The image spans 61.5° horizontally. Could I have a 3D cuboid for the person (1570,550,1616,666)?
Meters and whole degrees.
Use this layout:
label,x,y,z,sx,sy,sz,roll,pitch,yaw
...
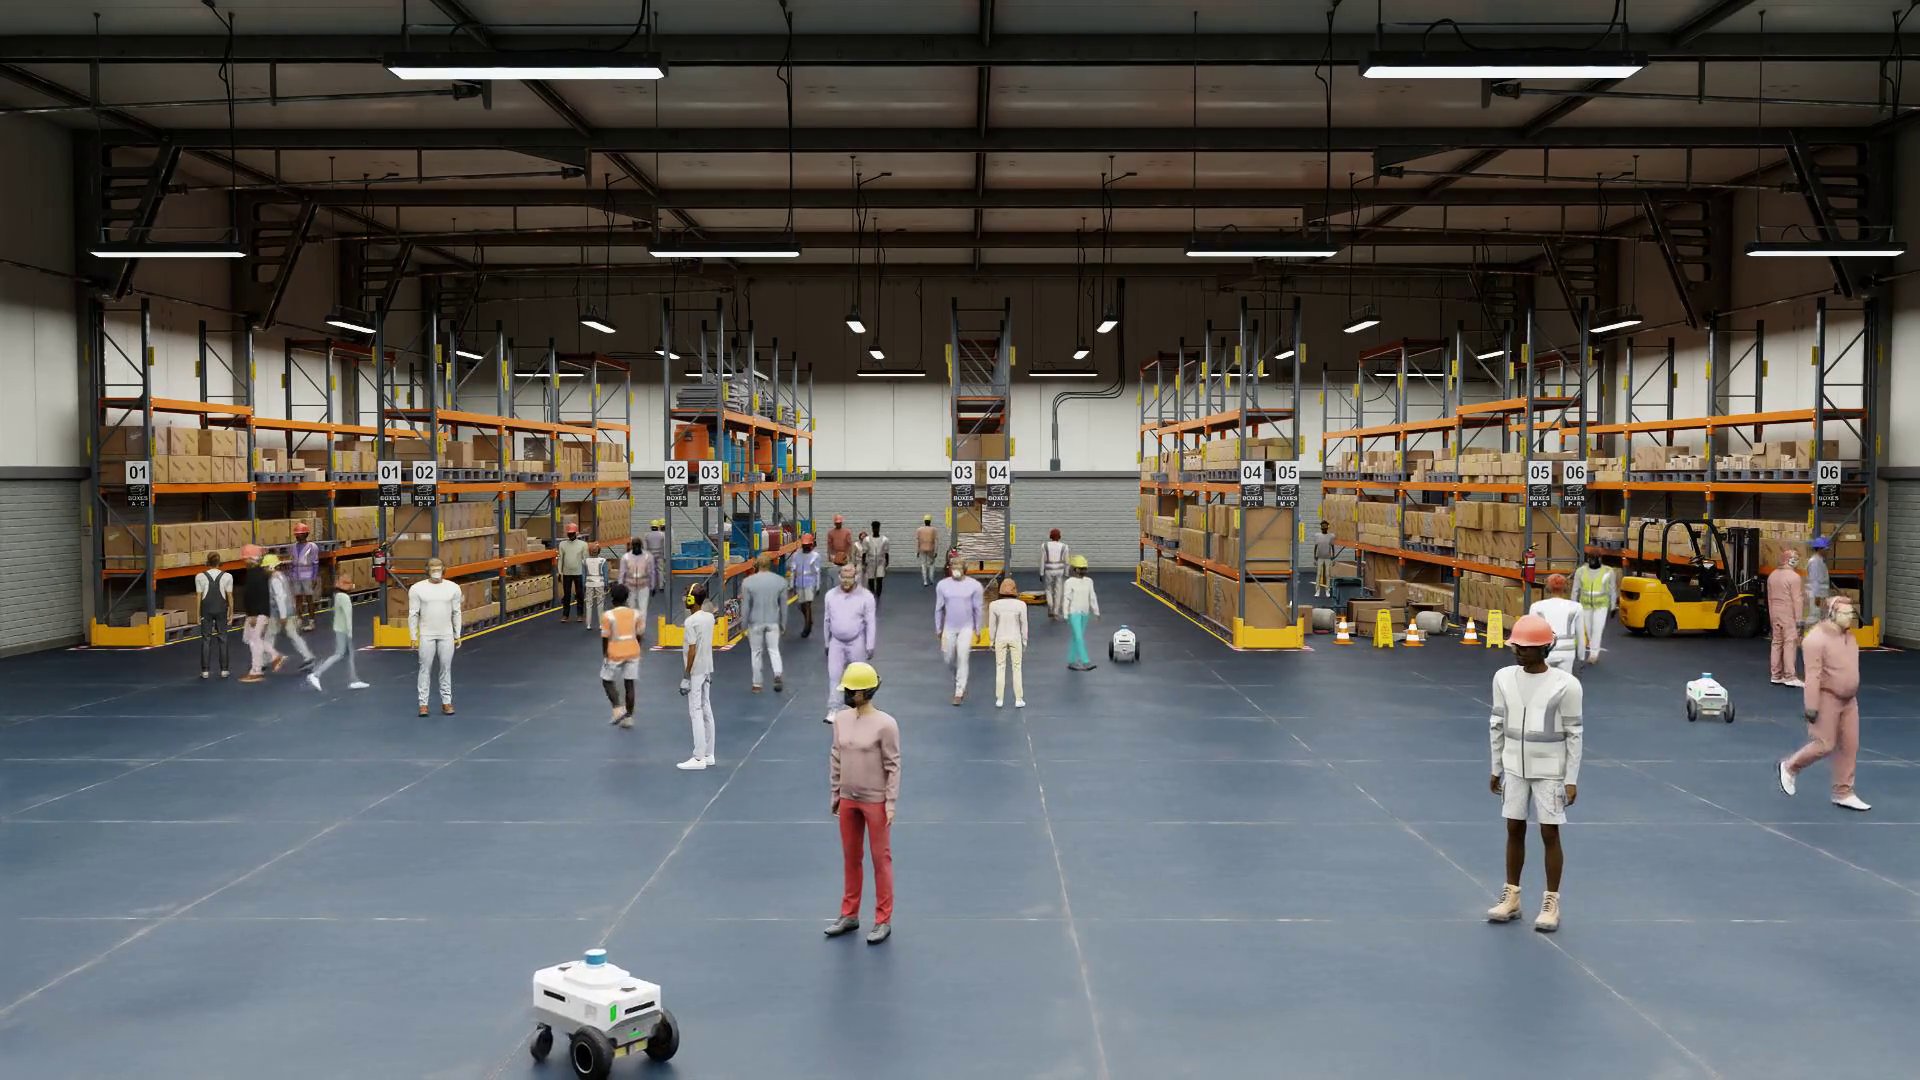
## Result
label,x,y,z,sx,sy,sz,roll,pitch,yaw
person,9.899,1.044,25.262,0.648,1.791,0.978,2,3,34

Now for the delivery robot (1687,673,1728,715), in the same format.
label,x,y,z,sx,sy,sz,roll,pitch,yaw
delivery robot,9.025,1.851,19.510,0.477,0.478,0.707,1,3,14

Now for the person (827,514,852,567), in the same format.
label,x,y,z,sx,sy,sz,roll,pitch,yaw
person,-3.032,0.344,40.483,0.644,1.977,0.473,0,2,-5

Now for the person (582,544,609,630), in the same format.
label,x,y,z,sx,sy,sz,roll,pitch,yaw
person,-6.945,0.898,30.743,0.514,1.641,0.309,0,2,3

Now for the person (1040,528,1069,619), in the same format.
label,x,y,z,sx,sy,sz,roll,pitch,yaw
person,1.942,0.687,33.179,0.614,1.869,0.451,0,2,2

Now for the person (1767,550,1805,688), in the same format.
label,x,y,z,sx,sy,sz,roll,pitch,yaw
person,11.610,1.089,22.615,0.403,1.911,0.637,0,2,-7

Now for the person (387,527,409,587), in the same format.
label,x,y,z,sx,sy,sz,roll,pitch,yaw
person,-12.524,0.544,36.103,0.552,1.924,0.380,0,2,-2

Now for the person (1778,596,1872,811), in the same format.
label,x,y,z,sx,sy,sz,roll,pitch,yaw
person,7.725,1.425,14.382,0.650,1.881,0.694,-1,3,-26

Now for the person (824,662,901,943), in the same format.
label,x,y,z,sx,sy,sz,roll,pitch,yaw
person,-0.617,1.651,10.259,0.526,1.765,0.329,2,3,35

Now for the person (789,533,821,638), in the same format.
label,x,y,z,sx,sy,sz,roll,pitch,yaw
person,-2.816,0.811,29.713,0.554,1.910,0.859,1,2,14

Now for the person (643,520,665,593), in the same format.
label,x,y,z,sx,sy,sz,roll,pitch,yaw
person,-7.671,0.410,40.637,0.598,1.832,0.404,-1,2,-14

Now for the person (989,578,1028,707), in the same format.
label,x,y,z,sx,sy,sz,roll,pitch,yaw
person,0.616,1.306,20.543,0.499,1.634,0.279,0,2,7

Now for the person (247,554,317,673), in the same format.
label,x,y,z,sx,sy,sz,roll,pitch,yaw
person,-10.141,1.096,24.197,0.953,1.778,0.623,-1,2,-13

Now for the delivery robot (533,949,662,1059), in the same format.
label,x,y,z,sx,sy,sz,roll,pitch,yaw
delivery robot,-1.829,2.306,8.120,0.707,0.478,0.477,2,3,41

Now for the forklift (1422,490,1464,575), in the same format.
label,x,y,z,sx,sy,sz,roll,pitch,yaw
forklift,13.926,-0.371,47.846,1.873,2.768,1.129,0,2,0

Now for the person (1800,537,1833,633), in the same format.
label,x,y,z,sx,sy,sz,roll,pitch,yaw
person,14.324,0.905,27.110,0.696,1.928,0.613,2,3,40

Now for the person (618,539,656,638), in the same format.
label,x,y,z,sx,sy,sz,roll,pitch,yaw
person,-5.871,0.879,29.280,0.658,1.793,0.945,0,2,-6

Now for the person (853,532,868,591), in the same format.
label,x,y,z,sx,sy,sz,roll,pitch,yaw
person,-2.292,0.610,38.544,0.518,1.598,0.820,0,2,-8

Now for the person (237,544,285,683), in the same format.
label,x,y,z,sx,sy,sz,roll,pitch,yaw
person,-10.040,1.039,23.151,0.600,1.971,0.620,-2,3,-39

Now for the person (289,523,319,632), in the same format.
label,x,y,z,sx,sy,sz,roll,pitch,yaw
person,-12.443,0.707,30.551,0.615,2.043,0.373,1,2,15

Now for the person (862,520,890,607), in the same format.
label,x,y,z,sx,sy,sz,roll,pitch,yaw
person,-1.893,0.520,36.442,0.617,1.948,0.701,0,2,-1

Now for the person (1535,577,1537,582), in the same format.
label,x,y,z,sx,sy,sz,roll,pitch,yaw
person,12.859,0.623,36.537,0.320,1.737,0.483,-1,3,-25

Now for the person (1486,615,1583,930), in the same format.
label,x,y,z,sx,sy,sz,roll,pitch,yaw
person,3.742,1.504,10.552,0.394,2.040,0.609,-2,3,-45

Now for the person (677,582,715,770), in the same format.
label,x,y,z,sx,sy,sz,roll,pitch,yaw
person,-2.659,1.360,16.260,0.328,1.873,0.519,1,2,19

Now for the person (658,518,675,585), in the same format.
label,x,y,z,sx,sy,sz,roll,pitch,yaw
person,-7.909,0.318,43.287,0.610,1.806,0.616,-1,2,-21

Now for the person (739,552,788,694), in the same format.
label,x,y,z,sx,sy,sz,roll,pitch,yaw
person,-2.624,1.121,21.648,0.652,1.923,0.696,-1,2,-22

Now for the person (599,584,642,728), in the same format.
label,x,y,z,sx,sy,sz,roll,pitch,yaw
person,-3.943,1.353,18.800,0.545,1.688,0.363,-2,3,-37

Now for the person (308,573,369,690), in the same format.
label,x,y,z,sx,sy,sz,roll,pitch,yaw
person,-8.535,1.257,22.149,0.762,1.605,0.508,-1,3,-33

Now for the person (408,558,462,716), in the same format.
label,x,y,z,sx,sy,sz,roll,pitch,yaw
person,-6.458,1.183,19.889,0.637,1.937,0.357,-1,3,-27

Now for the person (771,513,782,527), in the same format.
label,x,y,z,sx,sy,sz,roll,pitch,yaw
person,-5.408,0.141,46.782,0.806,1.889,0.593,-1,3,-30

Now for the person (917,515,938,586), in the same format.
label,x,y,z,sx,sy,sz,roll,pitch,yaw
person,-0.868,0.269,43.316,0.594,1.896,0.791,0,2,6

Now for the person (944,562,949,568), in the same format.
label,x,y,z,sx,sy,sz,roll,pitch,yaw
person,-0.075,0.092,48.006,0.588,1.898,0.870,-2,3,-37

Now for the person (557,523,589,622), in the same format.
label,x,y,z,sx,sy,sz,roll,pitch,yaw
person,-7.780,0.656,32.446,0.622,1.992,0.397,0,2,-1

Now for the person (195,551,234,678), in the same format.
label,x,y,z,sx,sy,sz,roll,pitch,yaw
person,-10.885,1.086,23.585,0.504,1.841,0.332,-1,3,-27

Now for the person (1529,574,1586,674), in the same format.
label,x,y,z,sx,sy,sz,roll,pitch,yaw
person,6.644,1.303,17.961,0.586,1.856,0.784,1,2,23

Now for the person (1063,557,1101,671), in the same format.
label,x,y,z,sx,sy,sz,roll,pitch,yaw
person,1.856,1.117,24.226,0.528,1.727,0.882,-2,3,-38

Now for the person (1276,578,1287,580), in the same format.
label,x,y,z,sx,sy,sz,roll,pitch,yaw
person,9.119,0.159,45.676,0.373,1.934,0.551,1,3,32

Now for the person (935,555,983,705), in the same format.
label,x,y,z,sx,sy,sz,roll,pitch,yaw
person,-0.003,1.150,20.943,0.639,1.919,0.652,1,2,14

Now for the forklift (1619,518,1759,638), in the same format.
label,x,y,z,sx,sy,sz,roll,pitch,yaw
forklift,13.417,0.684,29.791,2.313,2.155,1.214,0,2,0

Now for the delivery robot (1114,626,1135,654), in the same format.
label,x,y,z,sx,sy,sz,roll,pitch,yaw
delivery robot,2.621,1.606,25.741,0.477,0.478,0.707,0,2,6

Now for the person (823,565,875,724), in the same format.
label,x,y,z,sx,sy,sz,roll,pitch,yaw
person,-1.342,1.244,19.059,0.665,1.870,0.902,0,2,11

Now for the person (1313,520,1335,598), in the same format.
label,x,y,z,sx,sy,sz,roll,pitch,yaw
person,8.818,0.453,39.085,0.517,1.874,0.328,0,2,12

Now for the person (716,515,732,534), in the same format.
label,x,y,z,sx,sy,sz,roll,pitch,yaw
person,-6.849,0.143,46.908,0.514,1.872,0.328,0,2,-5

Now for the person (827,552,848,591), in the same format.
label,x,y,z,sx,sy,sz,roll,pitch,yaw
person,-2.049,1.016,27.867,0.499,1.633,0.286,1,2,19

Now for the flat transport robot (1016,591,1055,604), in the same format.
label,x,y,z,sx,sy,sz,roll,pitch,yaw
flat transport robot,1.738,1.325,37.505,0.652,0.197,1.431,1,2,17
